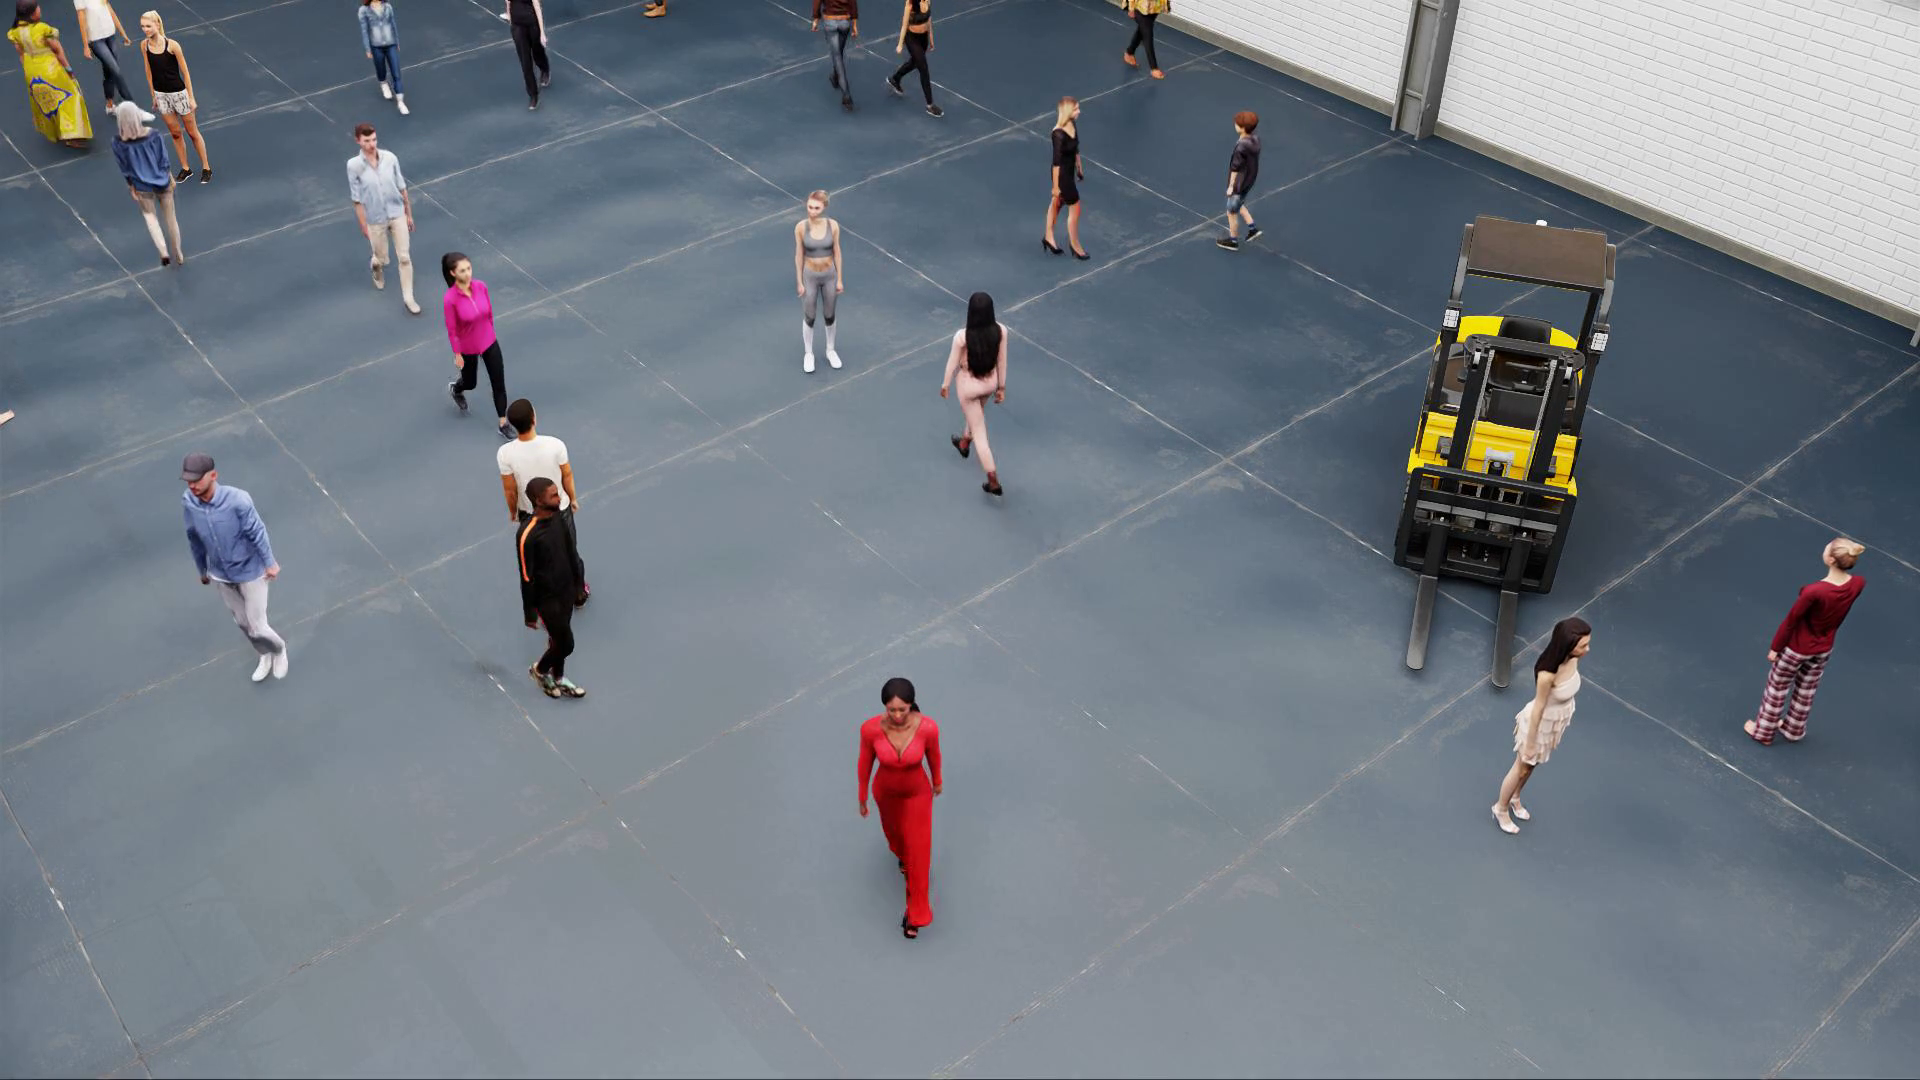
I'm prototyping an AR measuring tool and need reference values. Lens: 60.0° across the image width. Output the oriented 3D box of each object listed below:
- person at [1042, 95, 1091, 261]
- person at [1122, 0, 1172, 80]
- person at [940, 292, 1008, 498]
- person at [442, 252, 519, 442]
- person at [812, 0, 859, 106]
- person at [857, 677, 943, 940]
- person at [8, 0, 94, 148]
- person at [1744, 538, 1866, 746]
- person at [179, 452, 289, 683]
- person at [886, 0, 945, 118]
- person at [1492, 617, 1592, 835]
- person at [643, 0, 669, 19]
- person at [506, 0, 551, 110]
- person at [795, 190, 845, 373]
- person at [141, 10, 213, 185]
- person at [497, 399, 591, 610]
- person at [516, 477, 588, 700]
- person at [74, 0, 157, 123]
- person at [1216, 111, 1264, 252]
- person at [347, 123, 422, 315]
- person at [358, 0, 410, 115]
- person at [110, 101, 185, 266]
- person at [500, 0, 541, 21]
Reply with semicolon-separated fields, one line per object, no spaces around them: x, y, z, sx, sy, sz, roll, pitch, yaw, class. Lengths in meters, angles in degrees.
0.927;-3.521;16.126;0.862;1.659;0.766;12;40;15;person
2.155;-6.309;19.655;0.696;1.611;1.007;-26;46;-29;person
0.170;-1.119;13.104;0.767;1.677;1.189;-19;42;-22;person
-4.051;-1.626;13.748;1.060;1.677;0.656;31;48;32;person
-1.378;-5.812;18.933;0.927;1.737;1.253;-13;40;-15;person
-0.333;1.440;9.860;1.112;1.737;1.195;2;39;2;person
-9.869;-5.041;18.049;1.104;1.646;1.155;-6;39;-7;person
5.537;0.666;10.850;0.684;1.701;0.657;-9;40;-11;person
-4.901;0.143;11.362;0.776;1.879;0.845;5;39;6;person
-0.548;-5.646;18.837;1.195;1.597;0.728;25;45;27;person
3.560;1.140;10.230;0.558;1.734;0.529;-30;47;-32;person
-3.939;-7.536;21.112;0.757;1.710;0.668;-2;39;-2;person
-4.922;-5.885;19.047;1.061;1.708;1.181;0;39;-1;person
-1.231;-2.280;14.535;0.633;1.705;0.647;-8;39;-10;person
-8.232;-4.656;17.398;0.689;1.845;0.741;2;39;2;person
-2.977;-0.222;11.891;0.717;1.800;0.691;-10;40;-12;person
-2.831;0.331;11.197;0.829;1.792;0.800;16;41;19;person
-9.662;-5.558;18.578;1.056;1.783;0.950;9;39;11;person
2.805;-3.490;16.266;0.738;1.438;0.647;20;43;23;person
-5.328;-3.000;15.337;0.692;1.830;0.935;-24;44;-27;person
-6.598;-5.644;18.950;0.683;1.453;1.023;-19;43;-23;person
-7.713;-3.358;15.909;0.704;1.686;0.795;-18;42;-21;person
-5.599;-7.438;20.894;0.950;1.830;0.896;-5;39;-6;person
